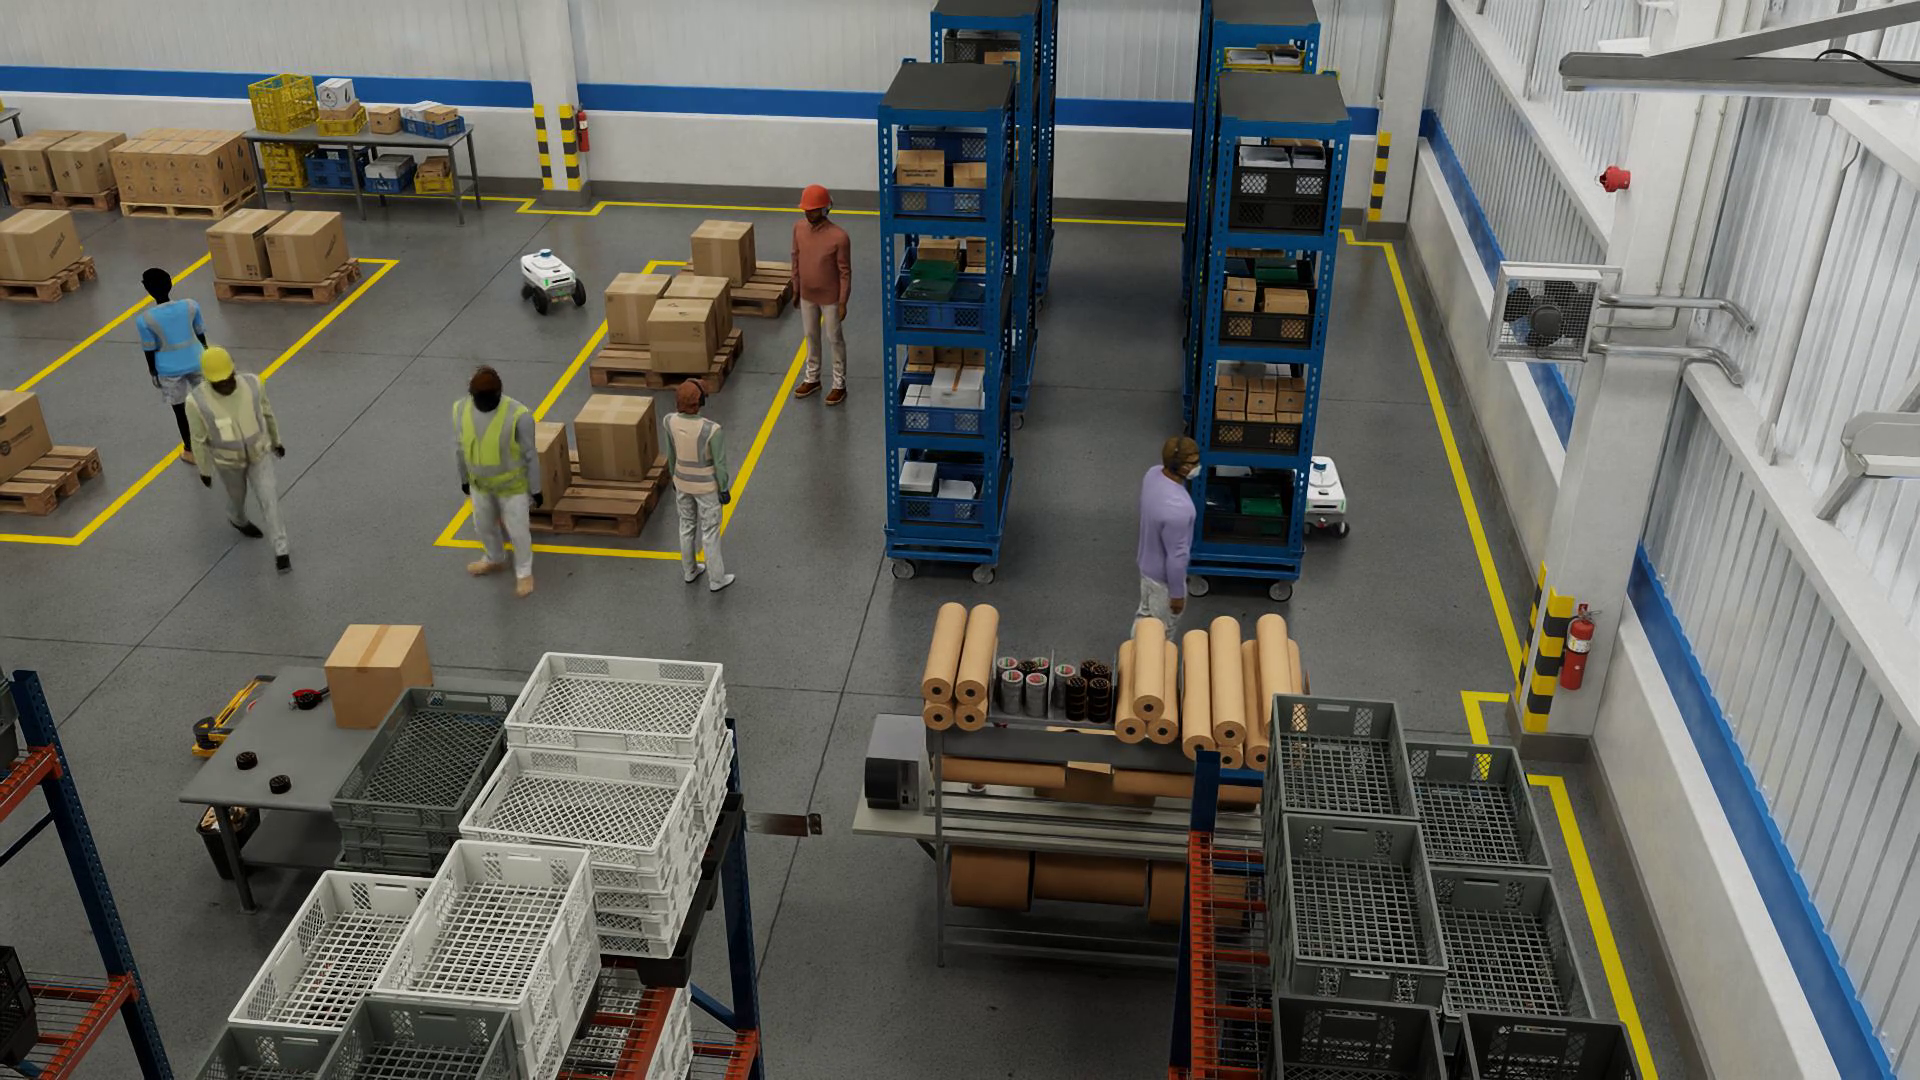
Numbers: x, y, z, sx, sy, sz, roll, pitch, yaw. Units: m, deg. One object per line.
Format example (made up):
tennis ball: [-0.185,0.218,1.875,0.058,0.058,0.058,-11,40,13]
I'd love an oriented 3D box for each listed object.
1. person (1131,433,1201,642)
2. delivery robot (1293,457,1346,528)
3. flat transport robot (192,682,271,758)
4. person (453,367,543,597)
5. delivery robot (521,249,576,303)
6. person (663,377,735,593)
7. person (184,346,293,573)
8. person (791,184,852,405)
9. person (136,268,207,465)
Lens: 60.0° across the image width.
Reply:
person: [1.314,0.198,10.664,0.369,1.935,0.630,-5,31,-9]
delivery robot: [2.787,-0.401,12.965,0.477,0.478,0.707,1,30,2]
flat transport robot: [-4.089,1.163,10.648,1.431,0.197,0.652,3,30,6]
person: [-3.310,-0.423,11.872,0.734,1.810,0.491,9,32,16]
delivery robot: [-4.199,-2.726,16.958,0.477,0.478,0.707,-19,35,-29]
person: [-1.883,-0.390,11.974,0.514,1.633,0.313,16,34,25]
person: [-5.356,-0.680,12.338,0.646,1.780,0.901,-20,36,-31]
person: [-1.232,-2.171,14.674,0.612,1.995,0.376,16,34,26]
person: [-6.418,-1.429,13.699,0.319,1.694,0.535,26,39,37]
